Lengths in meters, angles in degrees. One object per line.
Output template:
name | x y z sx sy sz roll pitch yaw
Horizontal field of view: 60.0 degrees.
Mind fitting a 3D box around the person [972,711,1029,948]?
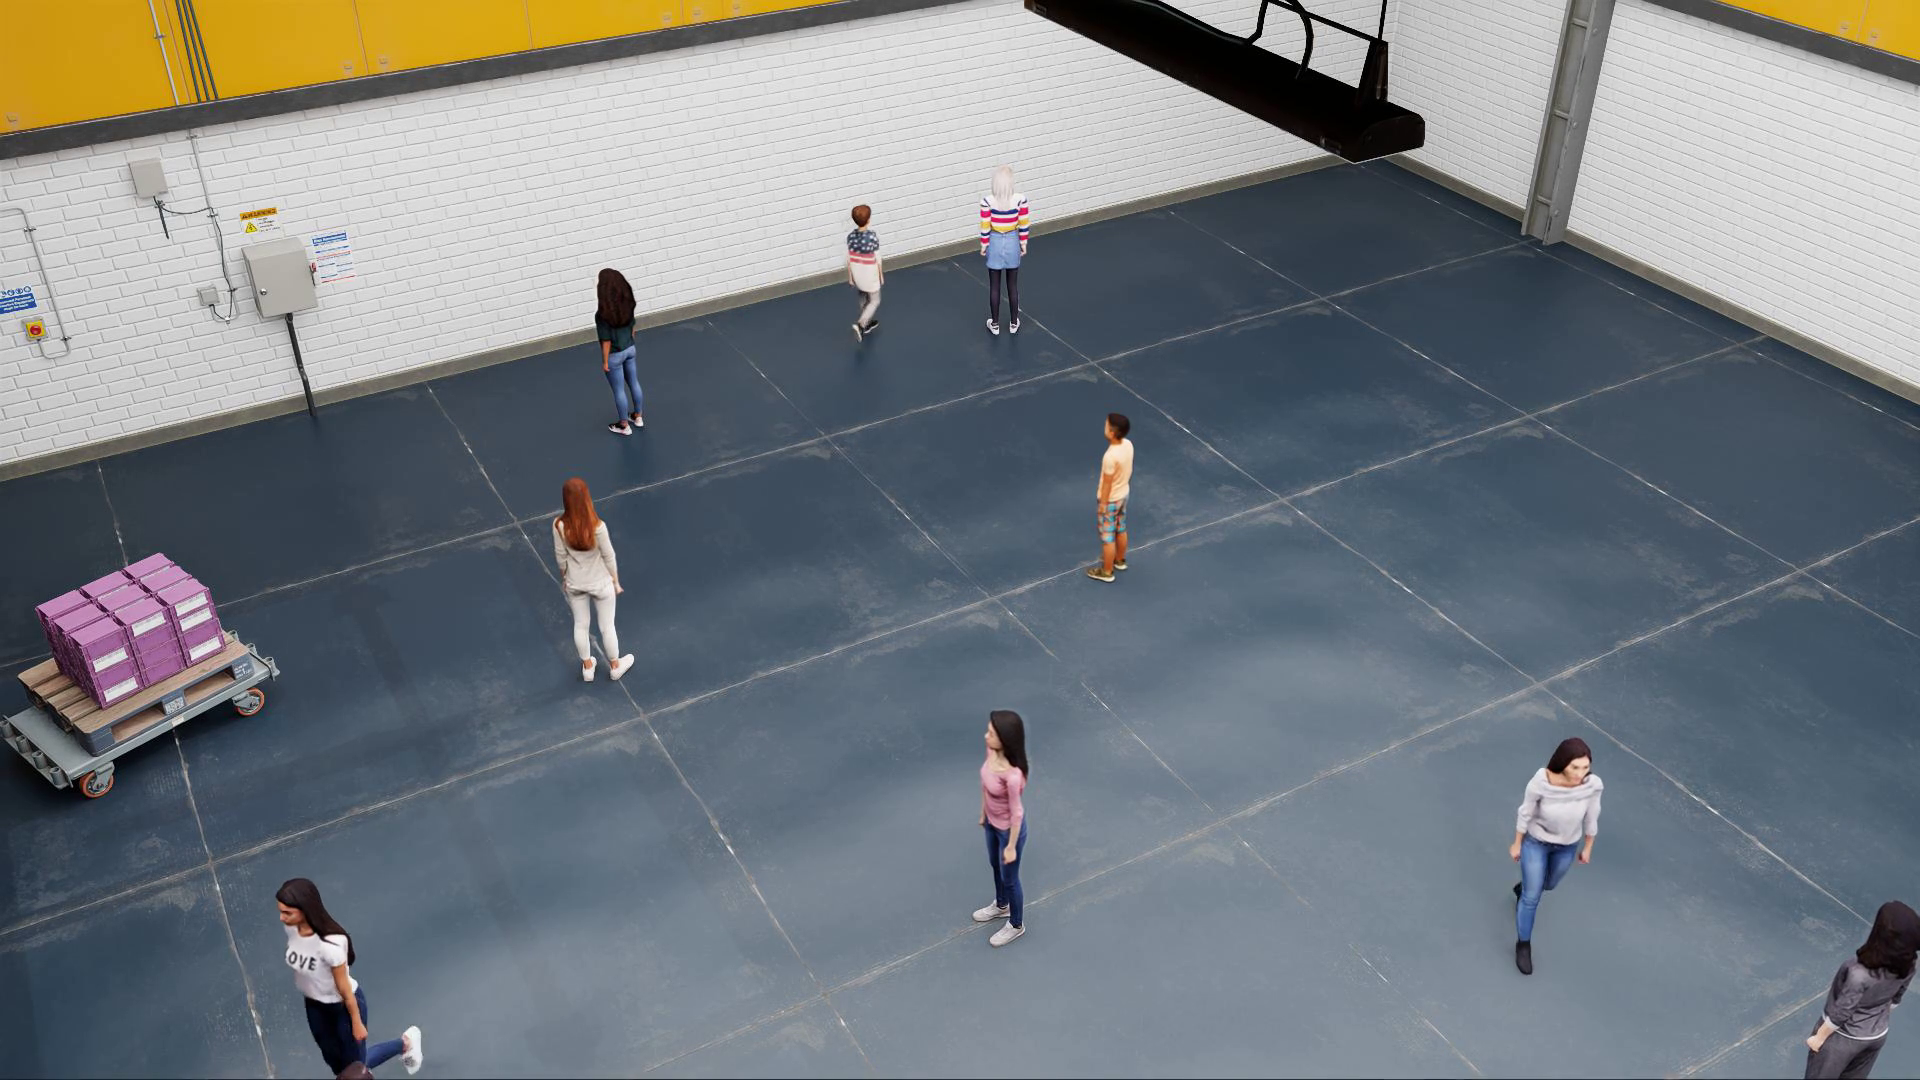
person | 0.262 1.711 9.950 0.663 1.742 0.472 -12 36 -18

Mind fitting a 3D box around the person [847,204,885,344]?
person | -0.979 -2.683 16.846 0.852 1.425 0.849 15 36 21

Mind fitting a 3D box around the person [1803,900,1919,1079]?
person | 4.645 2.559 8.654 0.640 1.764 0.576 -10 35 -15

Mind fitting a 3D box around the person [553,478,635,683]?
person | -2.698 0.303 12.095 0.687 1.713 0.725 3 34 5

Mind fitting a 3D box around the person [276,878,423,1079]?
person | -3.249 2.428 8.852 0.928 1.763 0.914 18 38 25

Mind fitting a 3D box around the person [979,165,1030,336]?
person | 0.443 -2.960 16.917 0.723 1.809 0.683 -3 34 -4

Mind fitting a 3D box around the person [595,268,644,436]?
person | -3.124 -1.734 15.246 0.718 1.617 0.694 22 39 29

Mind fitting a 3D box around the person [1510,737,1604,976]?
person | 3.515 1.783 9.961 0.884 1.611 1.014 0 34 0

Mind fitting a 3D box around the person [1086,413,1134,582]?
person | 1.235 -0.355 13.313 0.613 1.460 0.592 18 38 25
